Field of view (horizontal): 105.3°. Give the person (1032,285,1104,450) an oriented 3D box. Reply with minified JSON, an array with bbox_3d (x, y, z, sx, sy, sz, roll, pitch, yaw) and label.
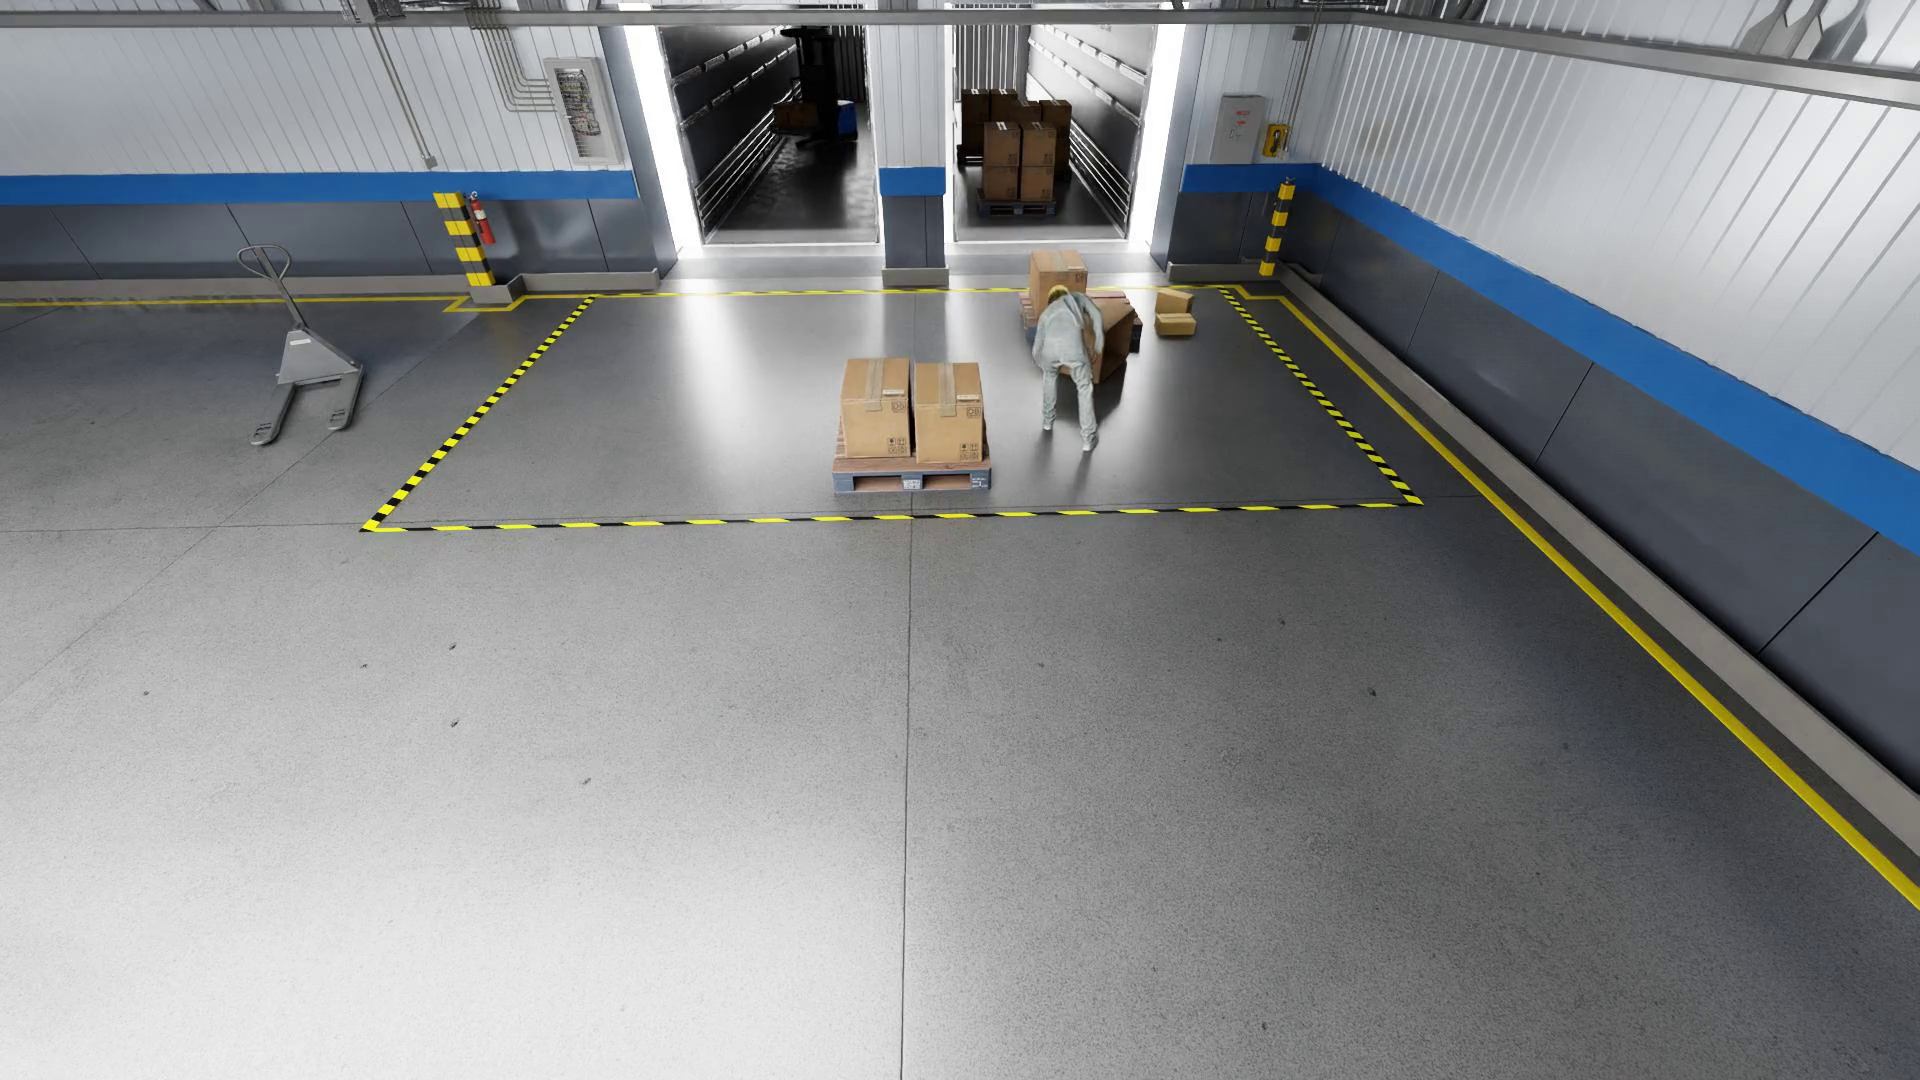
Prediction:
[{"bbox_3d":[0.935,-1.476,6.130,0.778,1.142,0.784,21,43,24],"label":"person"}]

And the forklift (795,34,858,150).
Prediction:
[{"bbox_3d":[-2.781,-9.580,15.610,0.716,2.013,0.776,19,42,23],"label":"forklift"}]

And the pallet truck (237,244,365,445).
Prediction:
[{"bbox_3d":[-5.915,-1.733,6.366,0.680,1.201,1.601,-18,42,-21],"label":"pallet truck"}]
